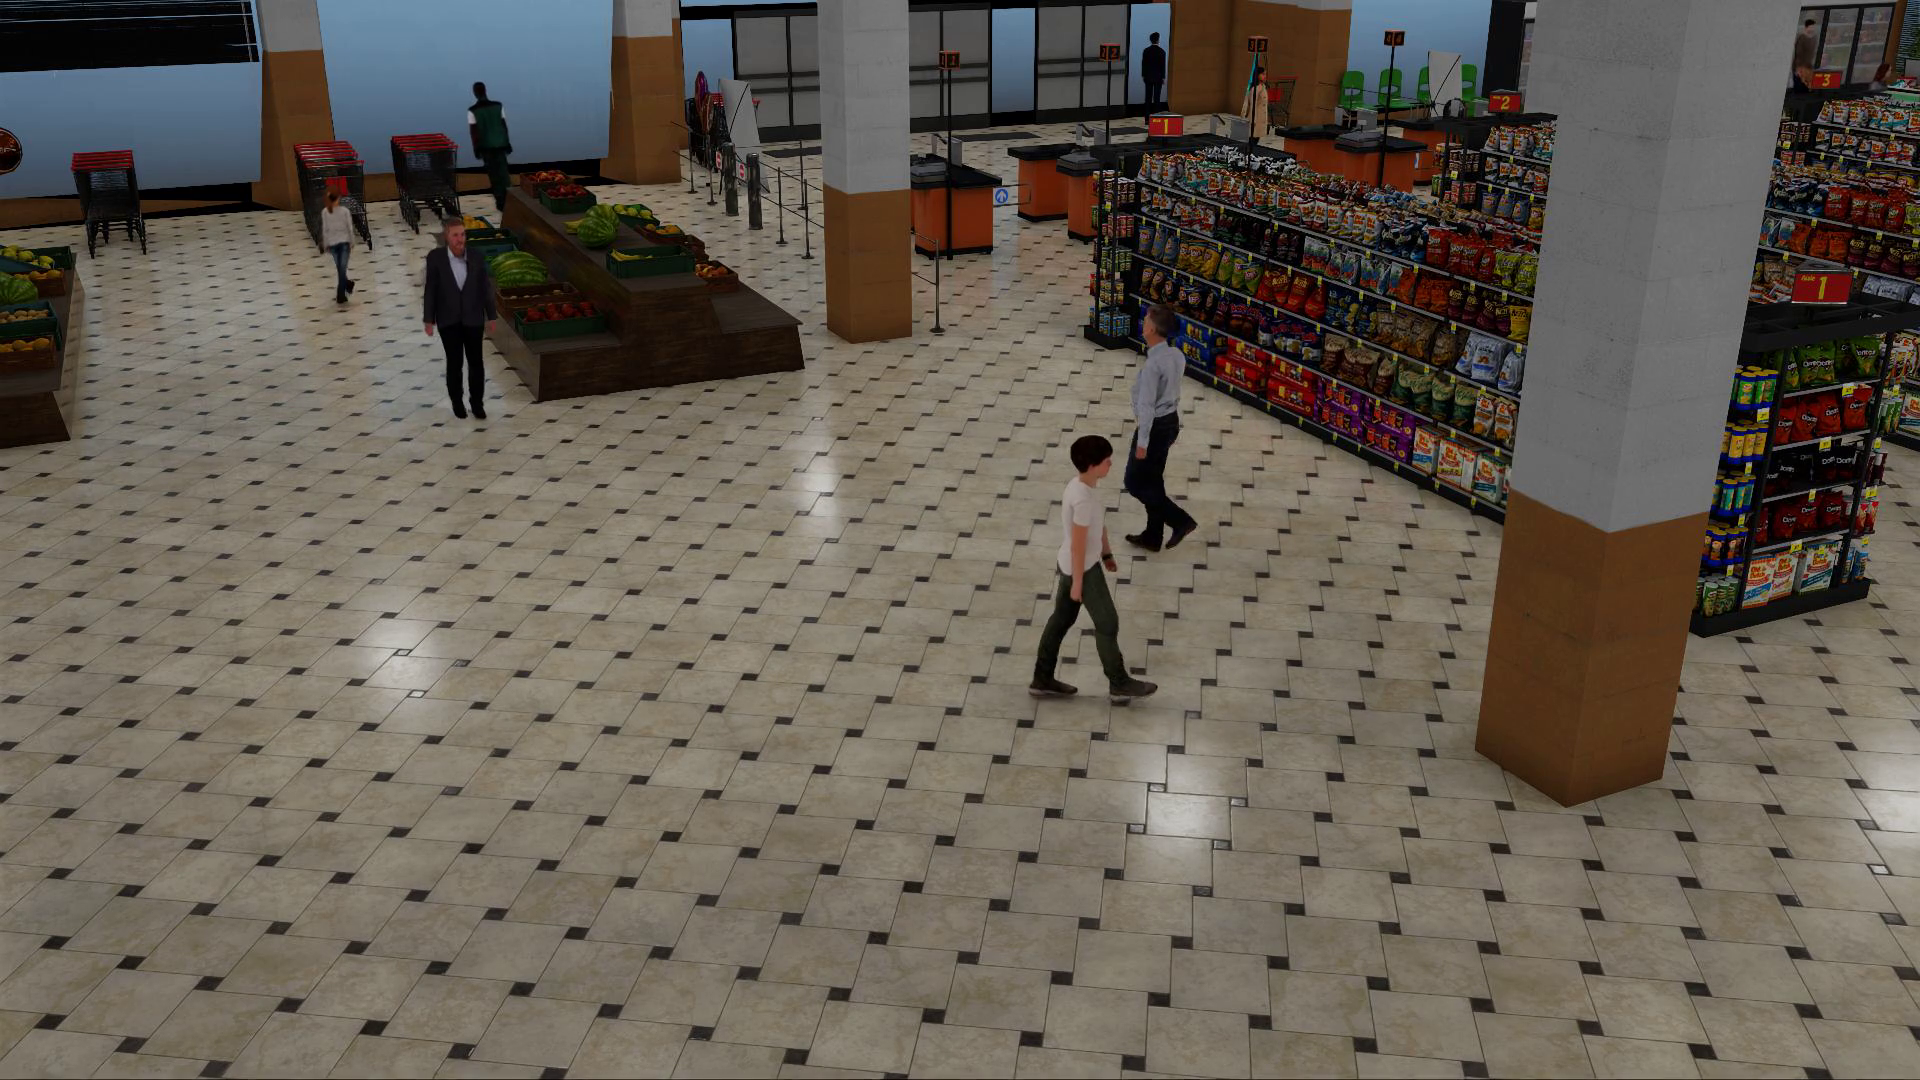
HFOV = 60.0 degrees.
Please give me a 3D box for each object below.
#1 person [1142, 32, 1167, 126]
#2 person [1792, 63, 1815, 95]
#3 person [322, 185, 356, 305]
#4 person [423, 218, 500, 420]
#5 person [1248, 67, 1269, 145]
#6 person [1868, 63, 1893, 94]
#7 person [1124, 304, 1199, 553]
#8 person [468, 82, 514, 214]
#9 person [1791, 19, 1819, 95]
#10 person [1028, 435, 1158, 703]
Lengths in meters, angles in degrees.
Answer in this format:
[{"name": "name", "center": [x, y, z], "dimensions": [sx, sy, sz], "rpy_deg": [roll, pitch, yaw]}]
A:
[{"name": "person", "center": [3.720, -8.889, 32.043], "dimensions": [0.672, 1.727, 0.772], "rpy_deg": [12, 25, 28]}, {"name": "person", "center": [13.204, -6.582, 26.202], "dimensions": [0.655, 1.801, 0.589], "rpy_deg": [-17, 27, -36]}, {"name": "person", "center": [-7.007, -3.301, 18.732], "dimensions": [0.672, 1.282, 0.970], "rpy_deg": [-3, 22, -6]}, {"name": "person", "center": [-4.433, -1.960, 14.682], "dimensions": [0.801, 1.813, 0.657], "rpy_deg": [-13, 25, -29]}, {"name": "person", "center": [4.776, -6.761, 26.809], "dimensions": [0.743, 1.681, 0.722], "rpy_deg": [11, 24, 26]}, {"name": "person", "center": [14.864, -6.941, 27.278], "dimensions": [1.134, 1.664, 0.887], "rpy_deg": [20, 29, 40]}, {"name": "person", "center": [1.436, -0.743, 11.661], "dimensions": [0.978, 1.809, 0.889], "rpy_deg": [13, 25, 29]}, {"name": "person", "center": [-6.610, -5.540, 23.587], "dimensions": [0.764, 1.819, 0.781], "rpy_deg": [-10, 24, -23]}, {"name": "person", "center": [16.888, -9.488, 33.372], "dimensions": [0.751, 1.849, 0.808], "rpy_deg": [-16, 27, -34]}, {"name": "person", "center": [0.613, 0.190, 9.589], "dimensions": [0.895, 1.621, 1.004], "rpy_deg": [-1, 22, -3]}]
